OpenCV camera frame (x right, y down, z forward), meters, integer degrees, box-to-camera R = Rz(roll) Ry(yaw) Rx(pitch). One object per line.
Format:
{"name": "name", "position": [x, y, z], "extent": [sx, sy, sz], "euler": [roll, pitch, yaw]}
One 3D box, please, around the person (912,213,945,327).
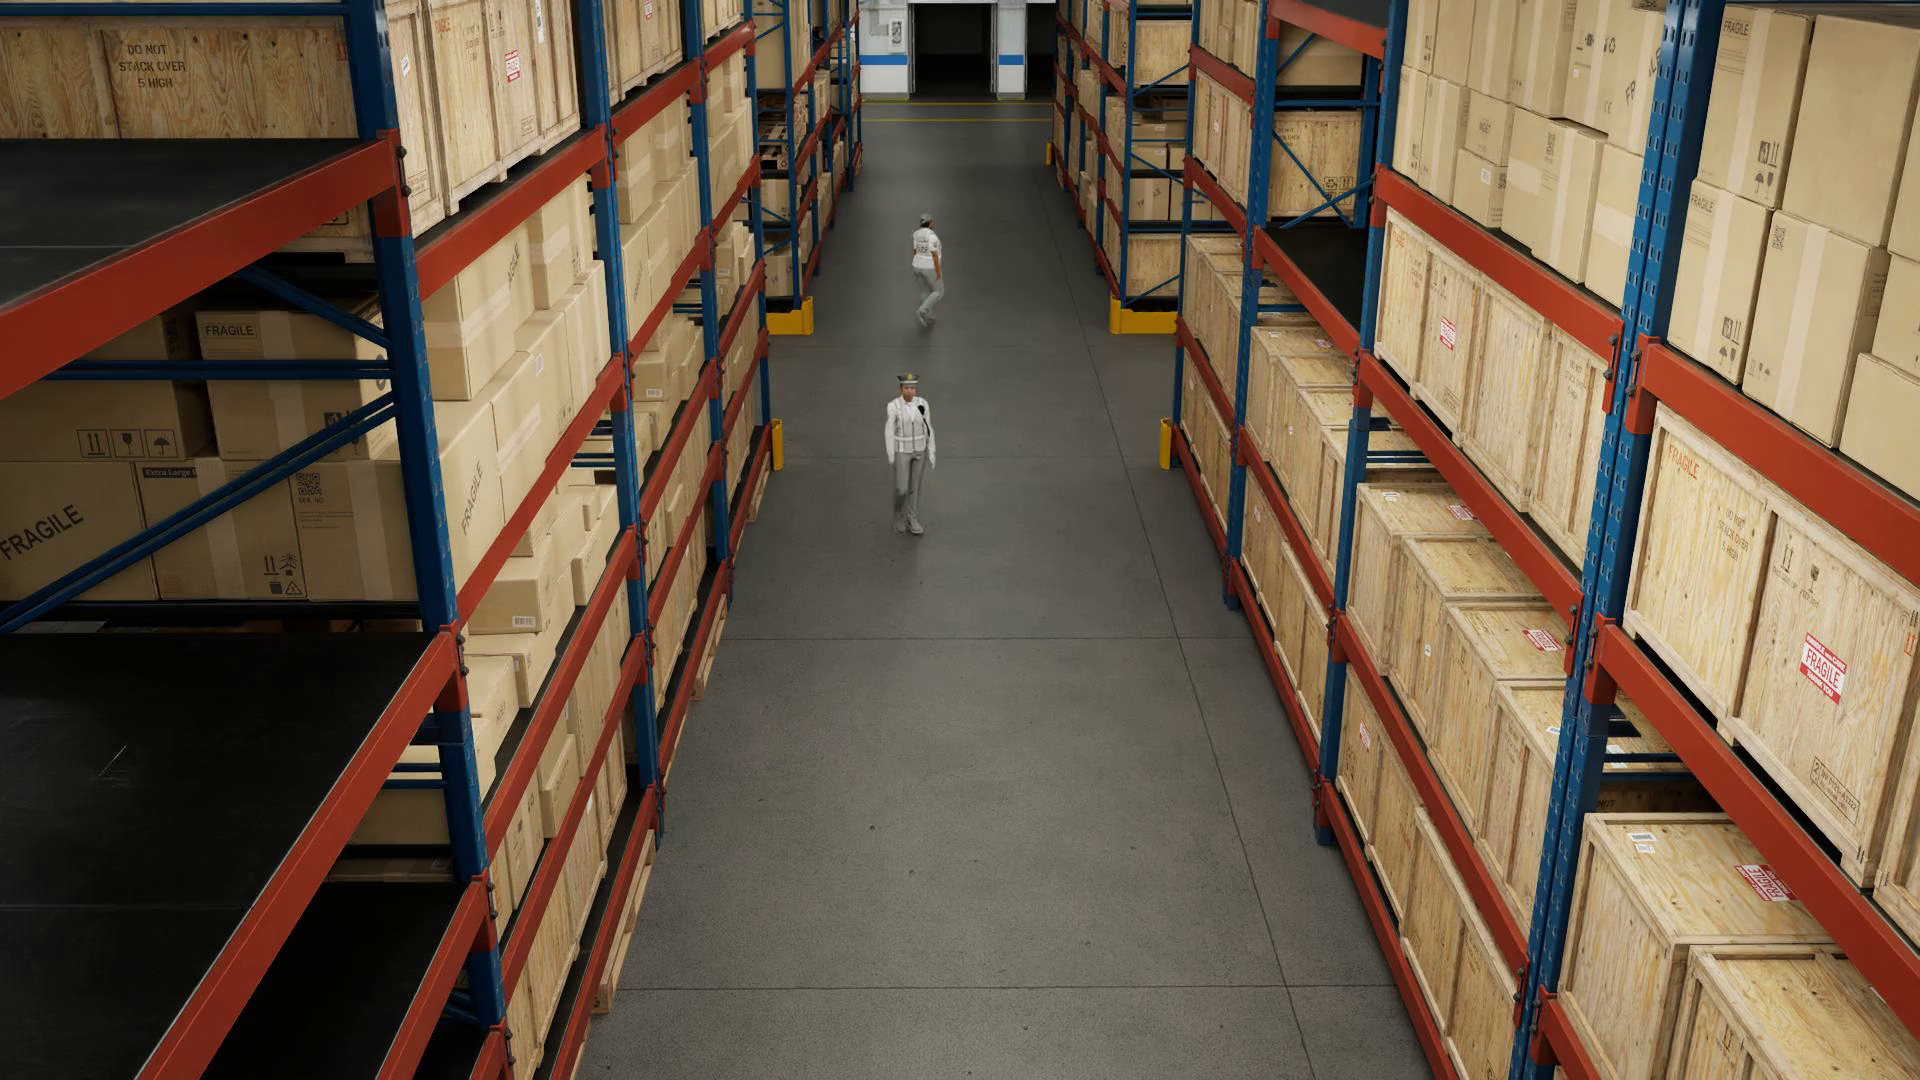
{"name": "person", "position": [-0.524, -4.033, 24.846], "extent": [0.588, 1.662, 0.514], "euler": [-18, 28, -38]}

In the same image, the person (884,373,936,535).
{"name": "person", "position": [-0.487, -0.867, 16.757], "extent": [0.490, 1.686, 0.438], "euler": [-8, 23, -19]}
